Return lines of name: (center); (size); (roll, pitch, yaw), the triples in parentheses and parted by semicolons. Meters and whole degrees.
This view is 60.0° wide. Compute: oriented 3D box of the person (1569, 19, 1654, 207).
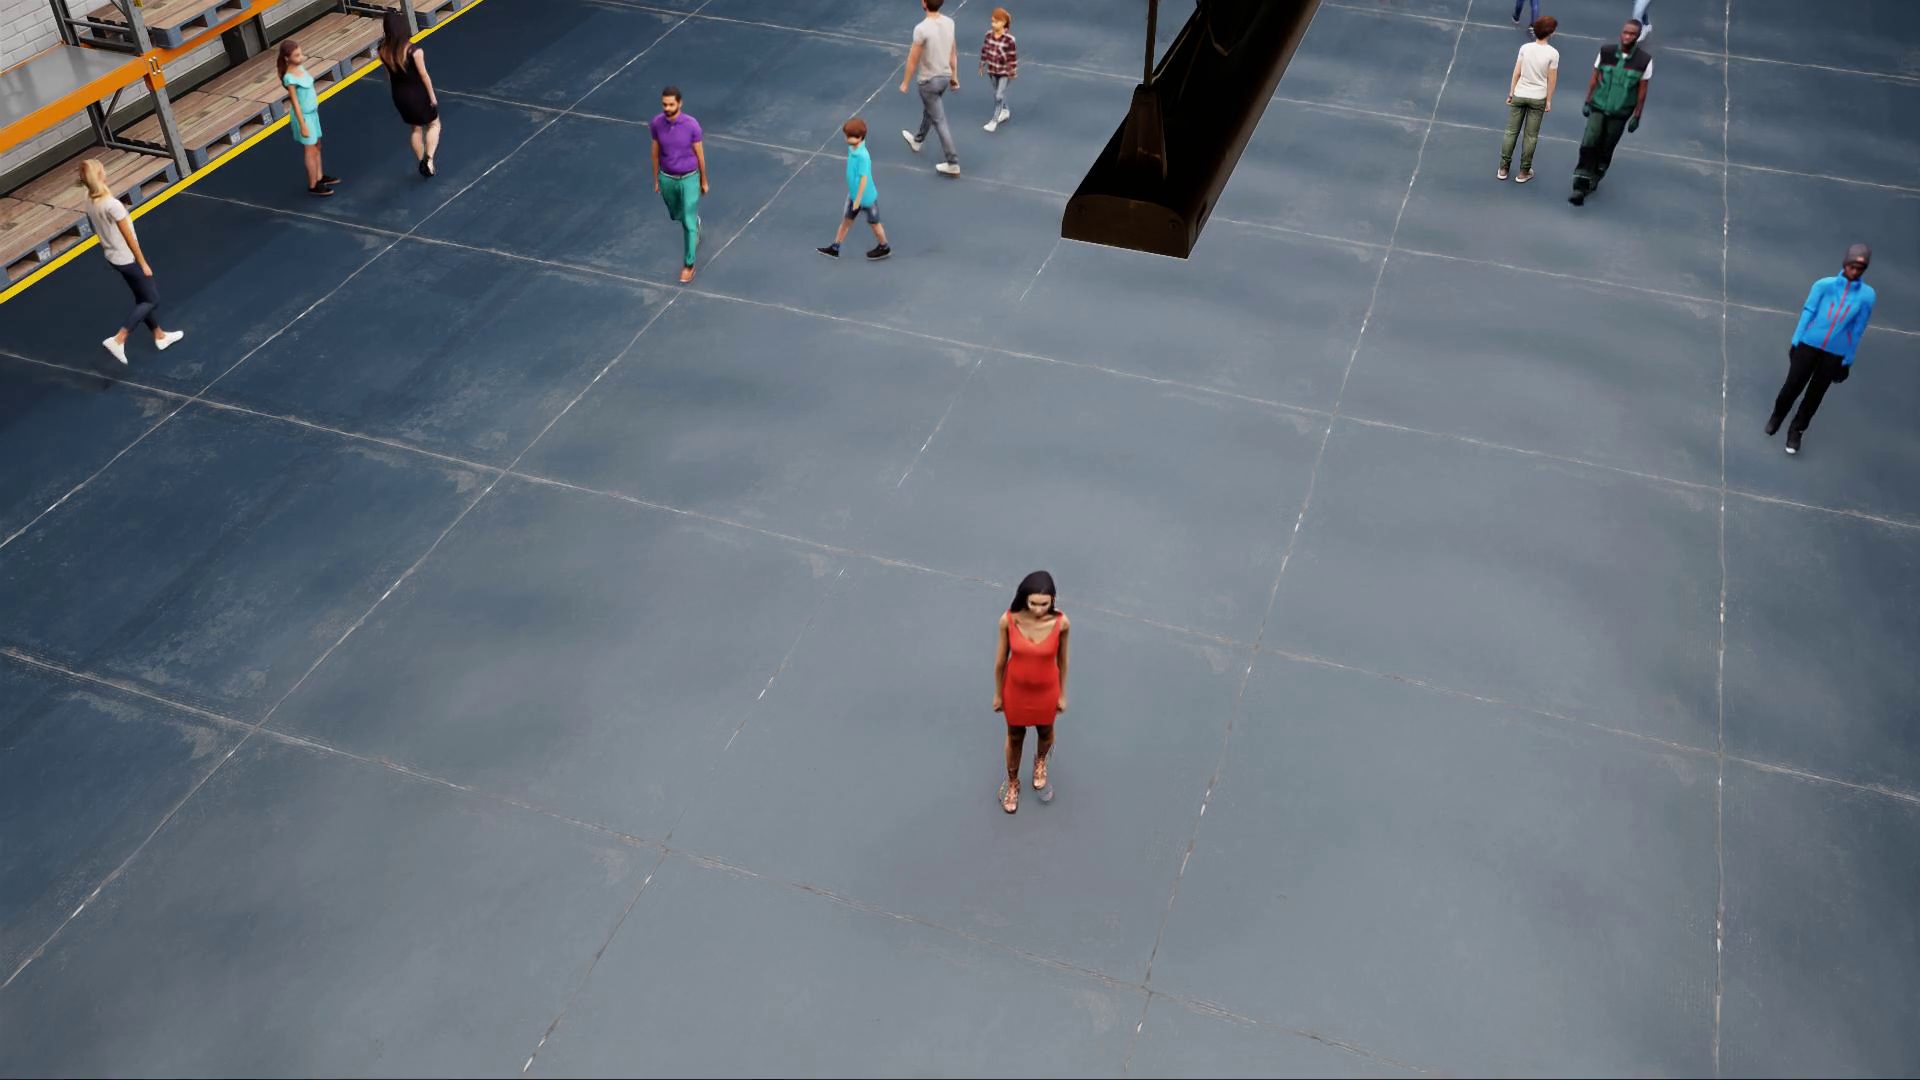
person: (6.324, -4.169, 16.125); (0.800, 1.787, 1.196); (18, 42, 21)

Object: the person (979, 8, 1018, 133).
person: (0.453, -4.992, 17.566); (0.672, 1.275, 0.905); (22, 44, 25)

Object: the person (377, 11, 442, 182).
person: (-5.422, -4.310, 16.379); (0.695, 1.690, 0.672); (9, 40, 11)

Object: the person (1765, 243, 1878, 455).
person: (6.646, -1.506, 12.792); (0.615, 1.785, 0.633); (15, 41, 18)

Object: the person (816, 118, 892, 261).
person: (-0.828, -3.190, 15.197); (0.978, 1.415, 0.903); (-17, 42, -20)

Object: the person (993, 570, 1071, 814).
person: (0.434, 0.861, 9.882); (0.711, 1.718, 0.797); (2, 39, 3)

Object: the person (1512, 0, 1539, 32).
person: (6.797, -6.580, 19.706); (0.642, 1.086, 0.853); (-1, 39, -1)

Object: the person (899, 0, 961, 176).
person: (-0.200, -4.510, 16.505); (1.213, 1.847, 1.079); (-32, 48, -33)

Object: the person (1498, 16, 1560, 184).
person: (5.640, -4.371, 16.485); (0.612, 1.653, 0.572); (19, 42, 22)

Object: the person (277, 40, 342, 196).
person: (-6.420, -4.145, 16.281); (0.673, 1.555, 0.558); (-1, 39, -1)

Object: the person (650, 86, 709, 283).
person: (-2.508, -3.296, 15.069); (0.787, 1.741, 1.189); (6, 39, 7)

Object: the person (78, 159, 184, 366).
person: (-6.954, -2.262, 13.731); (0.773, 1.794, 1.022); (24, 44, 27)
